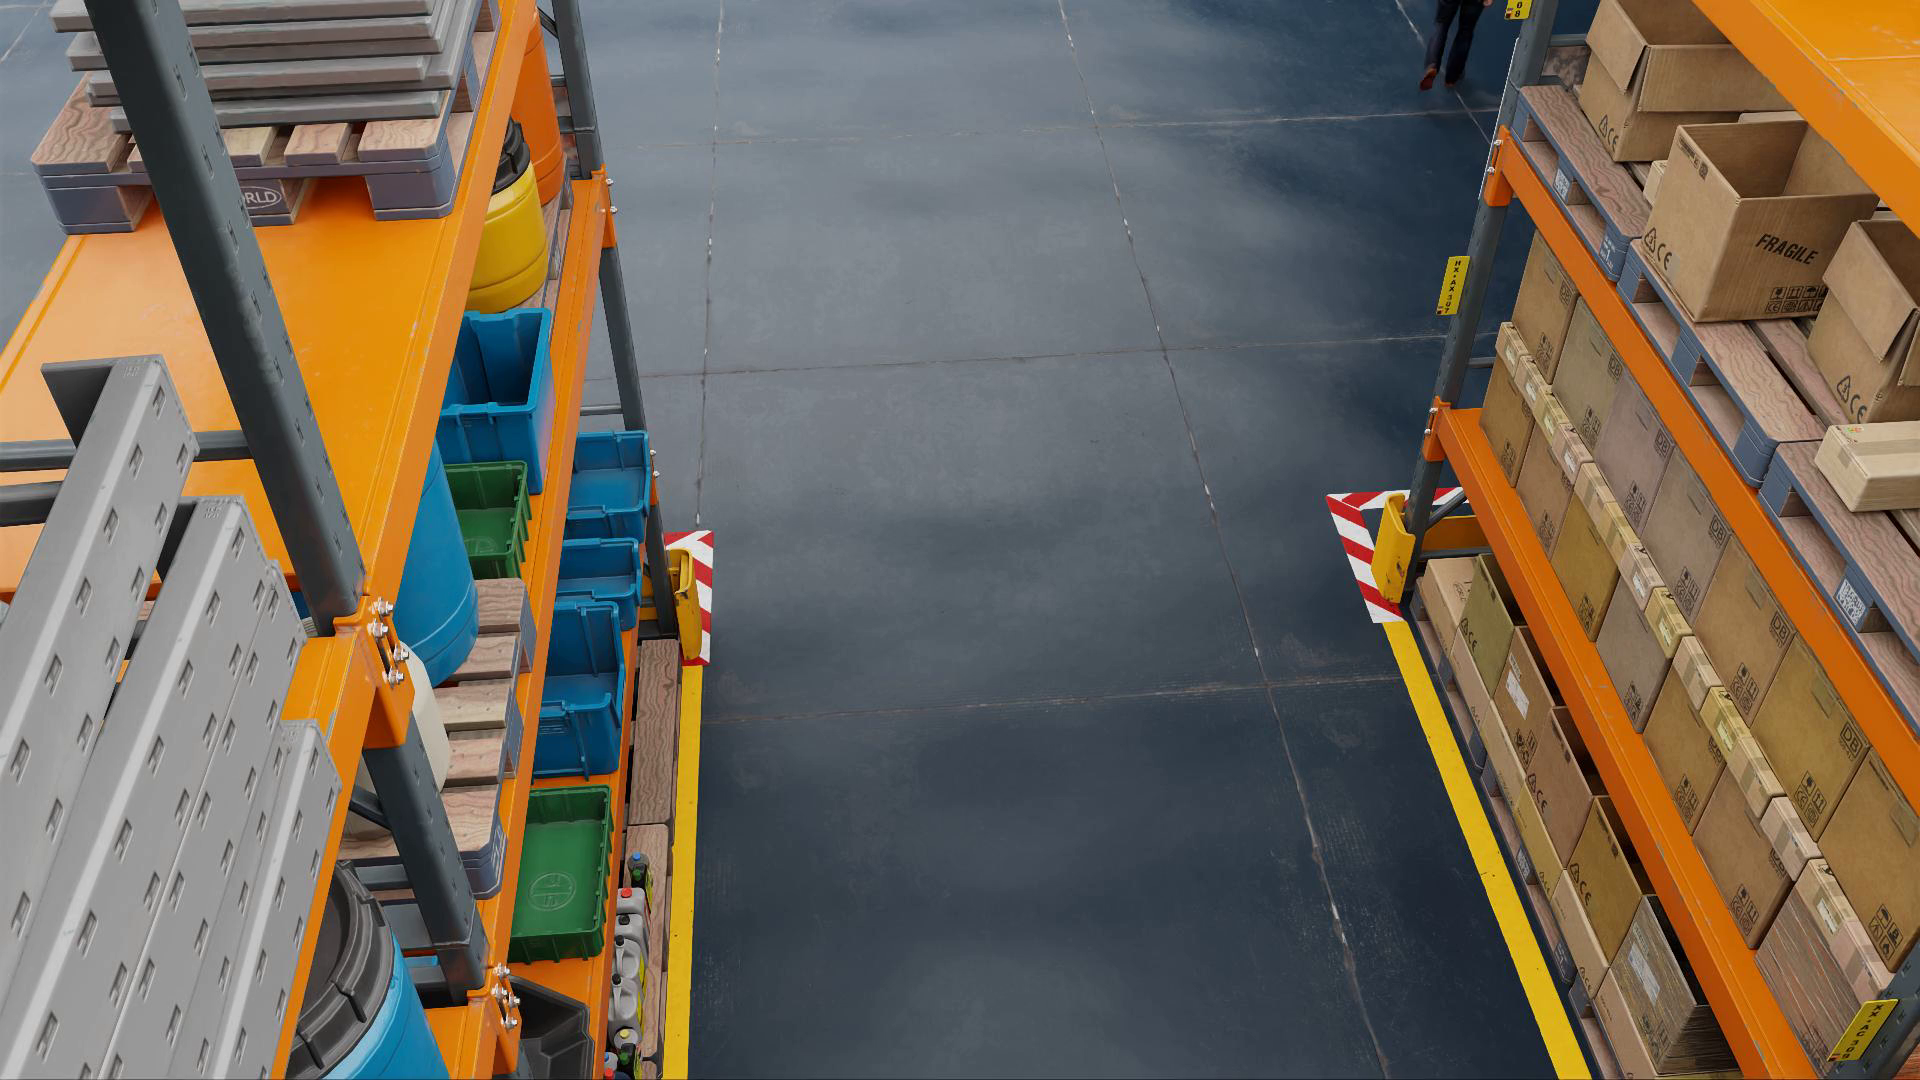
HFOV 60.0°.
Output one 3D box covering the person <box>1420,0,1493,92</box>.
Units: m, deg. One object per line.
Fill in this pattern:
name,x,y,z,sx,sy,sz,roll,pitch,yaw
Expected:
person,3.906,-4.318,12.940,0.987,1.801,1.111,22,47,22
